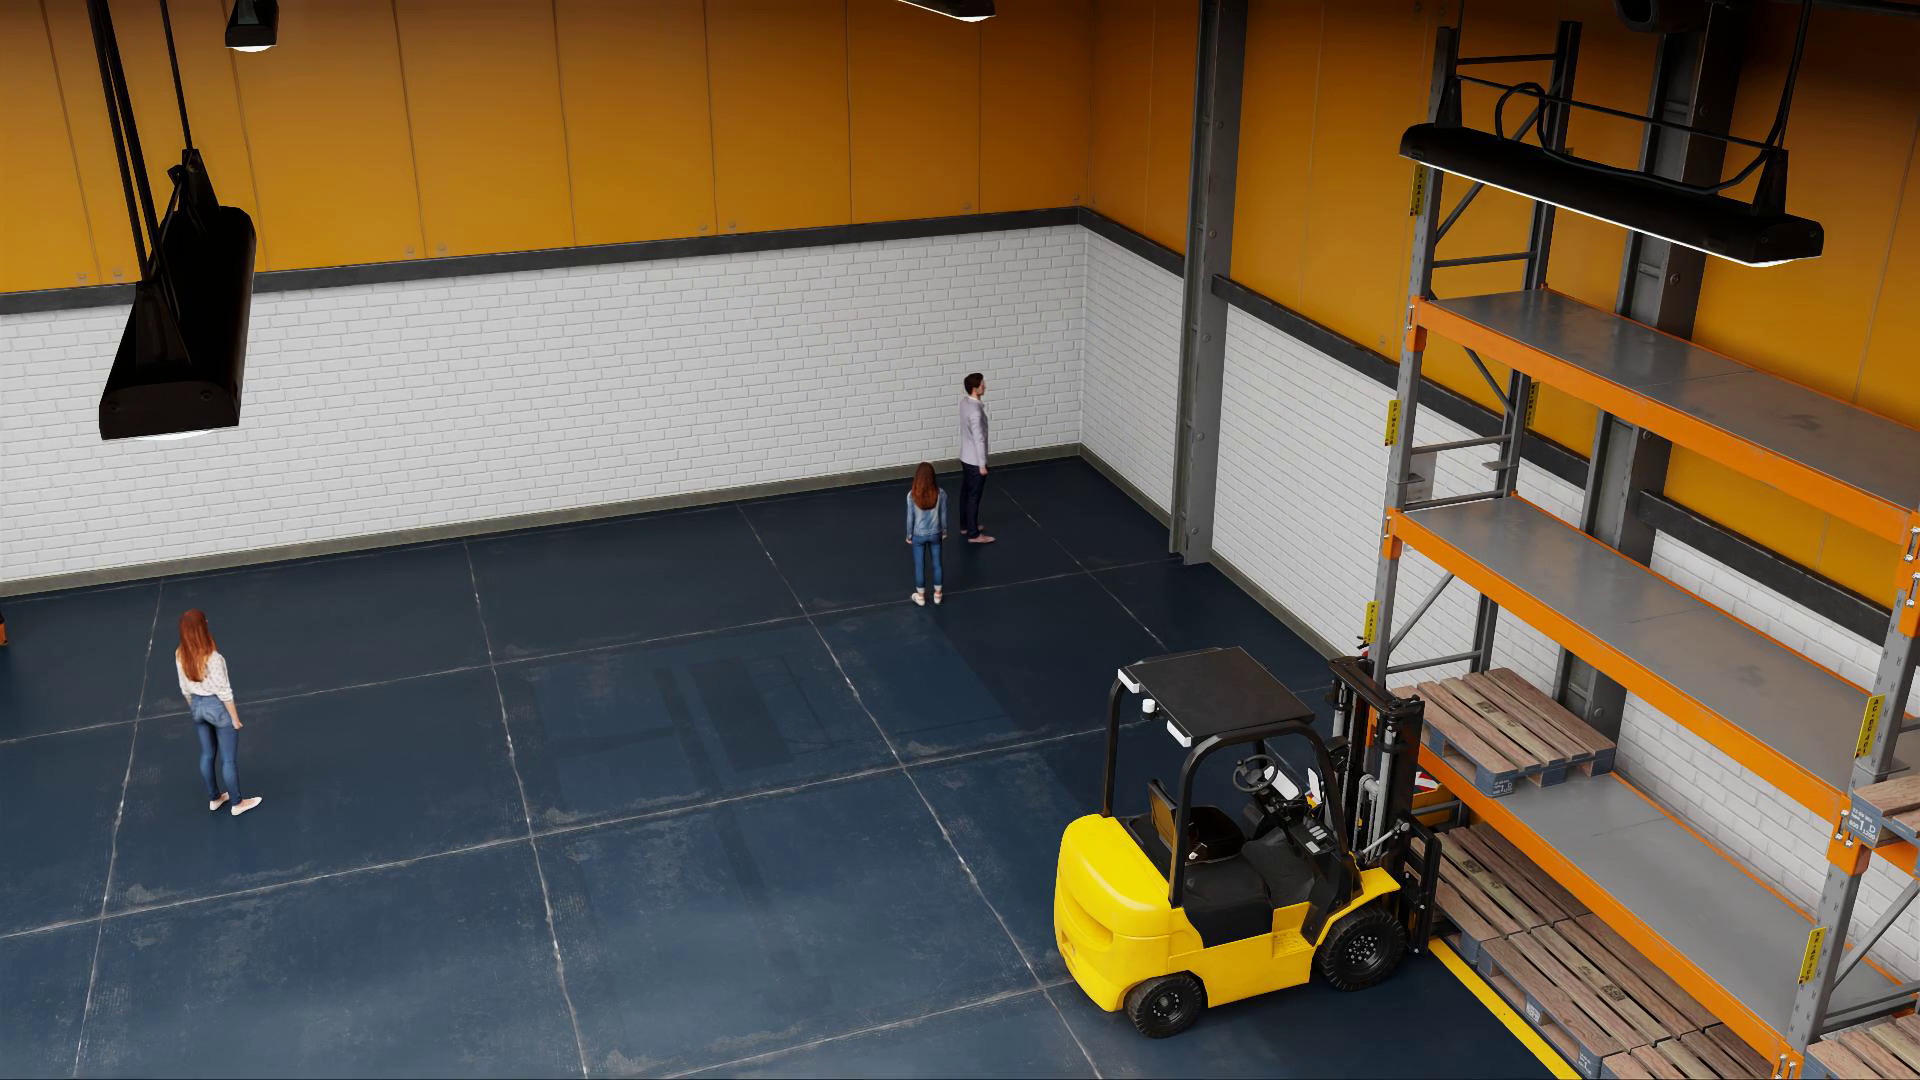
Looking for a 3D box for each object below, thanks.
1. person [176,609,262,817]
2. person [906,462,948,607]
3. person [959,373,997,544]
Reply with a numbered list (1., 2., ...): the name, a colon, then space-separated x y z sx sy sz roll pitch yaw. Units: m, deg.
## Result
1. person: -5.768 1.316 12.817 0.652 1.729 0.694 8 25 18
2. person: -0.326 -0.065 16.290 0.588 1.477 0.539 -5 24 -10
3. person: 0.137 -0.895 17.720 0.748 1.853 0.529 -6 24 -14
